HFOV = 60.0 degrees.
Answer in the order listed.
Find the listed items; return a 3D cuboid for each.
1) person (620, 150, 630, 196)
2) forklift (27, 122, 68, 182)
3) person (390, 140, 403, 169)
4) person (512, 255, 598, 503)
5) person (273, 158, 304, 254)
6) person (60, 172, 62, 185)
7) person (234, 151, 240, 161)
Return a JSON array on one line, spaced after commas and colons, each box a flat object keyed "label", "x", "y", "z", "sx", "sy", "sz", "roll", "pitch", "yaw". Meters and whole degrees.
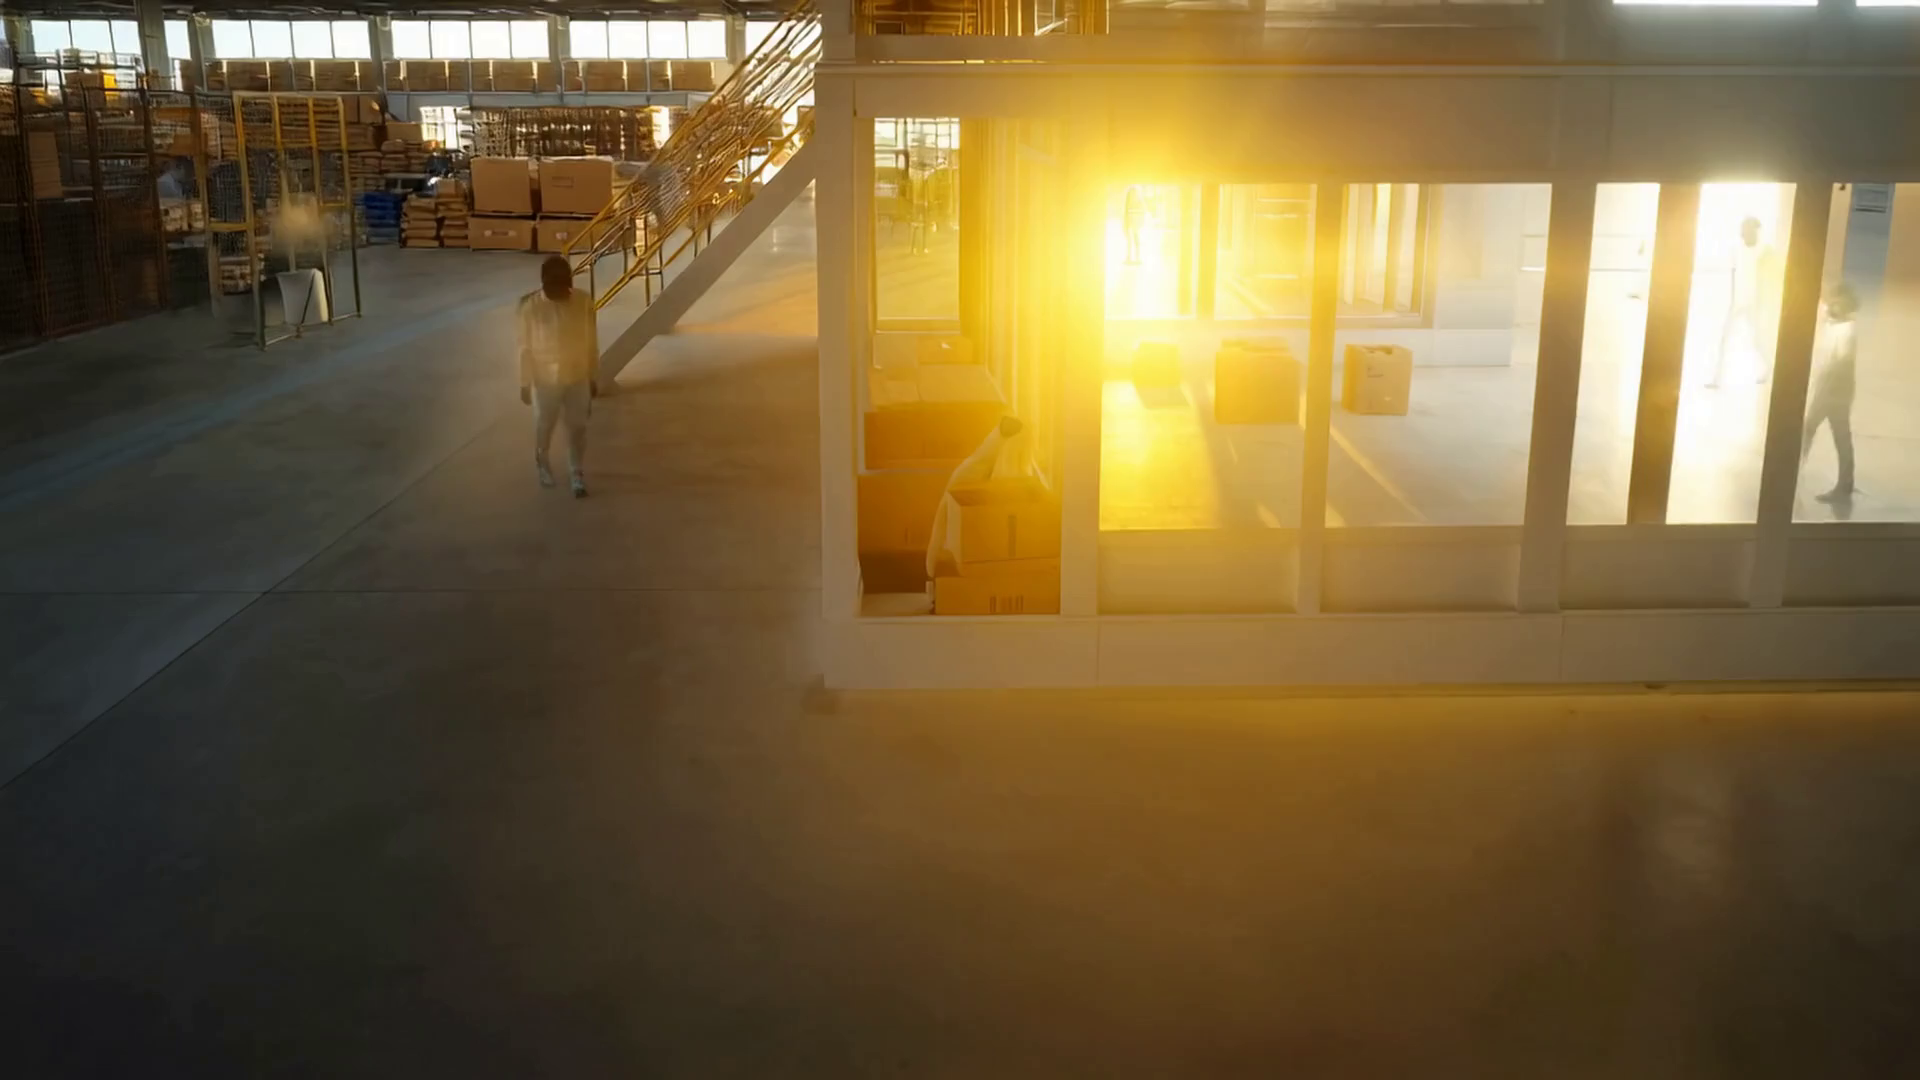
[{"label": "person", "x": -12.923, "y": -14.046, "z": 63.760, "sx": 0.683, "sy": 1.745, "sz": 0.532, "roll": -9, "pitch": 16, "yaw": -31}, {"label": "forklift", "x": -35.376, "y": -14.773, "z": 64.377, "sx": 1.129, "sy": 2.768, "sz": 1.873, "roll": -1, "pitch": 14, "yaw": -2}, {"label": "person", "x": -27.533, "y": -18.509, "z": 81.203, "sx": 0.646, "sy": 1.933, "sz": 0.974, "roll": -1, "pitch": 14, "yaw": -3}, {"label": "person", "x": -3.005, "y": -1.213, "z": 12.360, "sx": 0.630, "sy": 1.818, "sz": 0.783, "roll": -7, "pitch": 16, "yaw": -26}, {"label": "person", "x": -14.442, "y": -7.139, "z": 35.573, "sx": 0.418, "sy": 2.031, "sz": 0.618, "roll": -1, "pitch": 14, "yaw": -2}, {"label": "person", "x": -17.760, "y": -6.375, "z": 32.863, "sx": 0.314, "sy": 1.869, "sz": 0.536, "roll": -13, "pitch": 19, "yaw": -43}, {"label": "person", "x": -25.093, "y": -12.675, "z": 58.142, "sx": 0.589, "sy": 1.822, "sz": 0.403, "roll": -10, "pitch": 17, "yaw": -36}]
